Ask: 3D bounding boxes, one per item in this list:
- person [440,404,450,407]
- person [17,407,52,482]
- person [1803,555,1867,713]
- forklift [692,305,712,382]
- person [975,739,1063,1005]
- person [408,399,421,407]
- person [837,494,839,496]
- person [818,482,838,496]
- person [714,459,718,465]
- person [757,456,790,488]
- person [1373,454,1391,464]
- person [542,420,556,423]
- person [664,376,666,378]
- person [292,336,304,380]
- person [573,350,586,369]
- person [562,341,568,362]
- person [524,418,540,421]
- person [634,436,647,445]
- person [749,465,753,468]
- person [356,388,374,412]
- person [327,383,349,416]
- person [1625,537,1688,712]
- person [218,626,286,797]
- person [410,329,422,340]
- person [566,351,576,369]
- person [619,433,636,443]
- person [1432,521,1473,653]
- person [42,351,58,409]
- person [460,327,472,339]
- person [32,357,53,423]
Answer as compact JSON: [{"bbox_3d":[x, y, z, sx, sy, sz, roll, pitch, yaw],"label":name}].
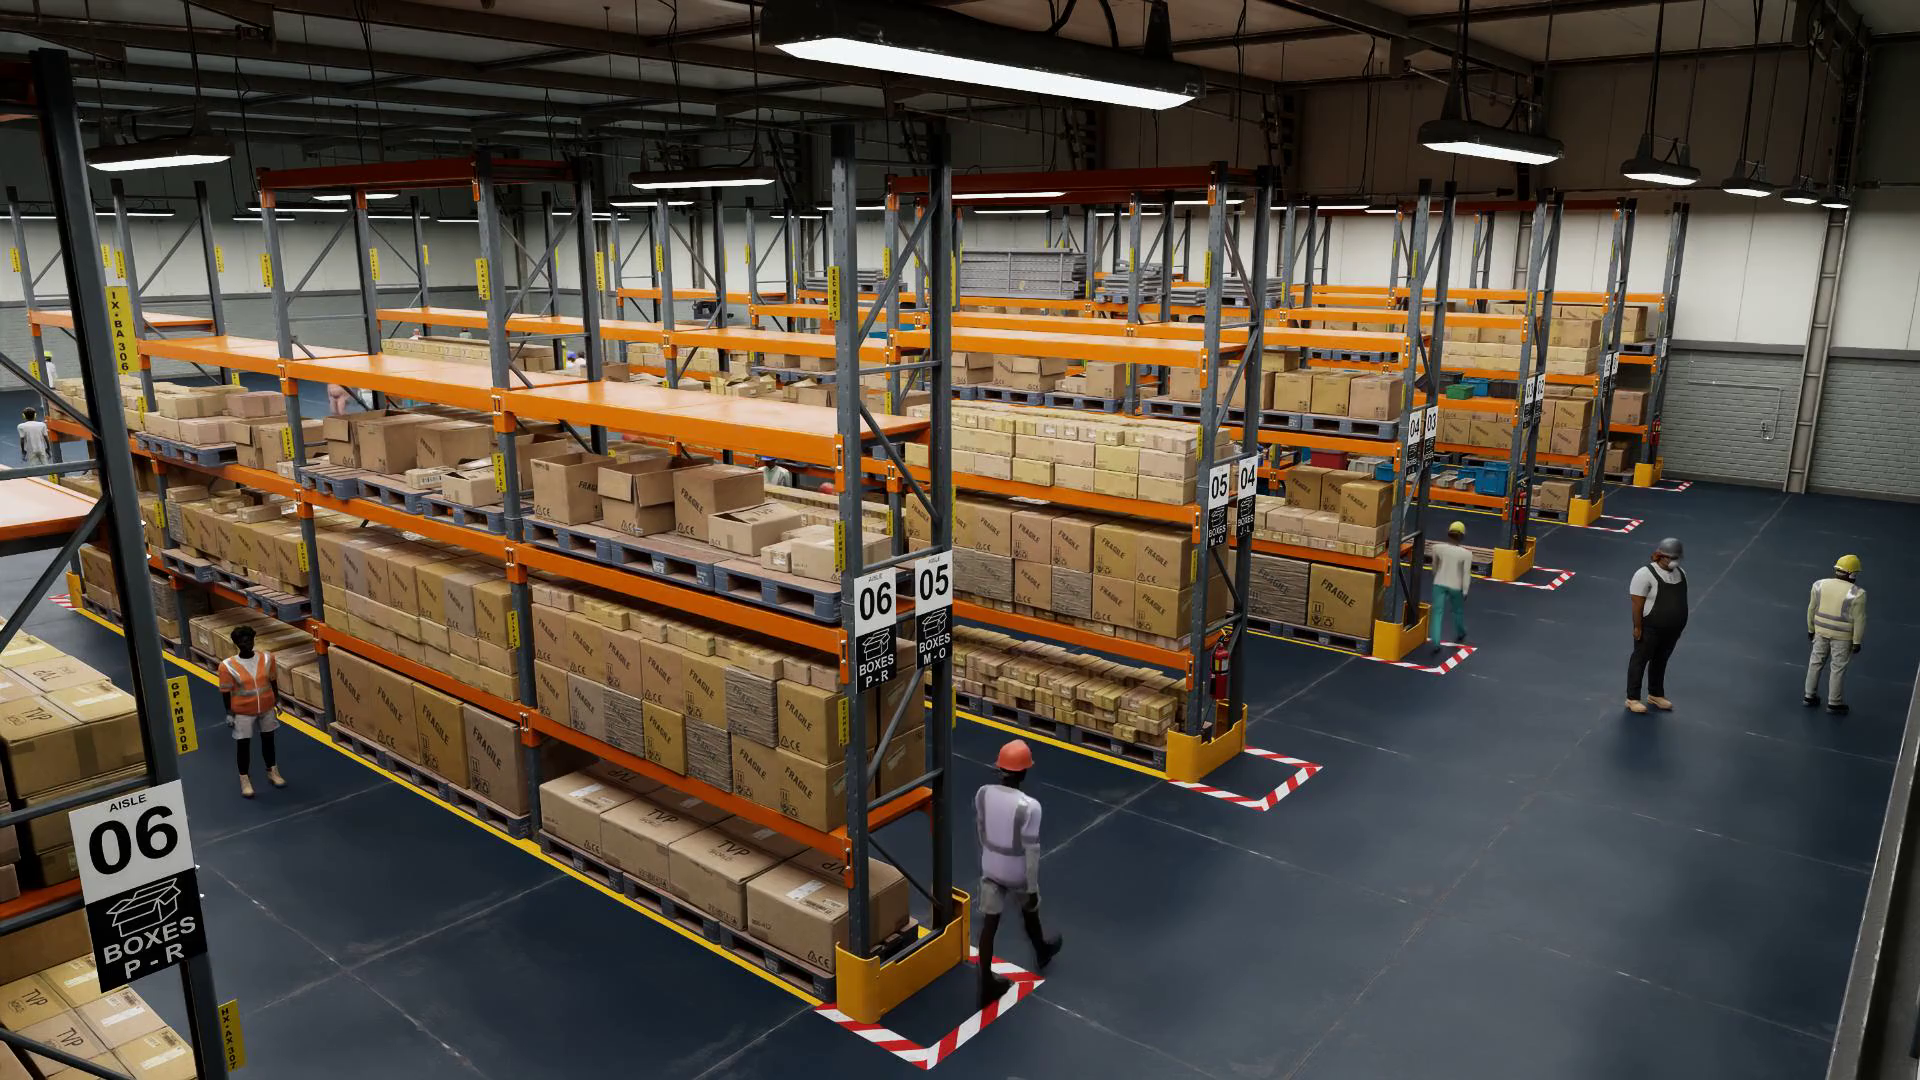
[{"bbox_3d":[-15.697,-4.653,38.352,0.309,1.641,0.513,6,15,23],"label":"person"},{"bbox_3d":[-19.292,-1.836,26.288,0.309,1.868,0.535,13,19,43],"label":"person"},{"bbox_3d":[10.054,1.059,14.452,0.403,1.830,0.599,-6,15,-25],"label":"person"},{"bbox_3d":[-9.511,-7.392,47.124,1.873,2.768,1.129,11,17,38],"label":"forklift"},{"bbox_3d":[0.413,2.327,9.105,0.574,1.892,0.947,9,16,34],"label":"person"},{"bbox_3d":[-16.247,-4.484,37.358,0.600,1.782,0.984,-7,15,-25],"label":"person"},{"bbox_3d":[-1.788,-0.091,19.128,0.712,1.864,0.583,8,16,29],"label":"person"},{"bbox_3d":[-1.795,0.162,17.848,0.693,1.975,0.620,12,18,40],"label":"person"},{"bbox_3d":[-5.736,-2.483,28.829,0.593,1.924,0.381,-6,15,-25],"label":"person"},{"bbox_3d":[-3.109,-0.582,20.970,0.605,1.944,0.402,3,14,11],"label":"person"},{"bbox_3d":[8.267,-1.512,24.890,0.867,1.912,0.631,8,16,29],"label":"person"},{"bbox_3d":[-9.984,-2.812,30.362,0.626,1.844,0.429,-7,15,-25],"label":"person"},{"bbox_3d":[-9.435,-5.366,40.766,0.683,1.885,0.558,-1,14,-6],"label":"person"},{"bbox_3d":[-24.996,-6.846,47.310,0.811,1.668,0.528,-8,16,-30],"label":"person"},{"bbox_3d":[-11.908,-5.054,39.637,0.617,1.819,0.824,7,15,28],"label":"person"},{"bbox_3d":[-13.806,-6.088,44.051,0.852,1.724,0.548,9,16,34],"label":"person"},{"bbox_3d":[-9.914,-2.522,28.853,0.624,2.003,1.029,-12,18,-40],"label":"person"},{"bbox_3d":[-6.166,-1.213,24.234,0.509,1.617,0.607,-11,18,-39],"label":"person"},{"bbox_3d":[-4.796,-2.559,29.616,0.529,1.697,0.321,-6,15,-23],"label":"person"},{"bbox_3d":[-16.330,-3.915,34.841,0.548,1.895,0.983,9,16,32],"label":"person"},{"bbox_3d":[-17.232,-3.946,34.930,0.645,1.891,0.470,2,14,10],"label":"person"},{"bbox_3d":[8.030,0.983,14.421,0.684,2.000,0.538,-4,14,-17],"label":"person"},{"bbox_3d":[-6.910,1.648,12.314,0.317,1.695,0.540,11,18,39],"label":"person"},{"bbox_3d":[-20.357,-6.975,47.347,0.655,1.906,0.407,-11,17,-37],"label":"person"},{"bbox_3d":[-11.934,-4.815,38.482,1.001,1.907,0.617,-11,17,-38],"label":"person"},{"bbox_3d":[-5.791,-0.959,22.466,0.583,1.980,0.621,7,15,25],"label":"person"},{"bbox_3d":[6.482,0.593,16.627,0.529,1.710,0.935,9,16,32],"label":"person"},{"bbox_3d":[-27.803,-4.815,38.462,0.613,1.913,0.478,4,14,17],"label":"person"},{"bbox_3d":[-20.640,-8.124,52.642,0.507,1.631,0.266,-13,19,-43],"label":"person"},{"bbox_3d":[-26.537,-4.391,36.533,0.381,1.994,0.622,-13,19,-43],"label":"person"}]
